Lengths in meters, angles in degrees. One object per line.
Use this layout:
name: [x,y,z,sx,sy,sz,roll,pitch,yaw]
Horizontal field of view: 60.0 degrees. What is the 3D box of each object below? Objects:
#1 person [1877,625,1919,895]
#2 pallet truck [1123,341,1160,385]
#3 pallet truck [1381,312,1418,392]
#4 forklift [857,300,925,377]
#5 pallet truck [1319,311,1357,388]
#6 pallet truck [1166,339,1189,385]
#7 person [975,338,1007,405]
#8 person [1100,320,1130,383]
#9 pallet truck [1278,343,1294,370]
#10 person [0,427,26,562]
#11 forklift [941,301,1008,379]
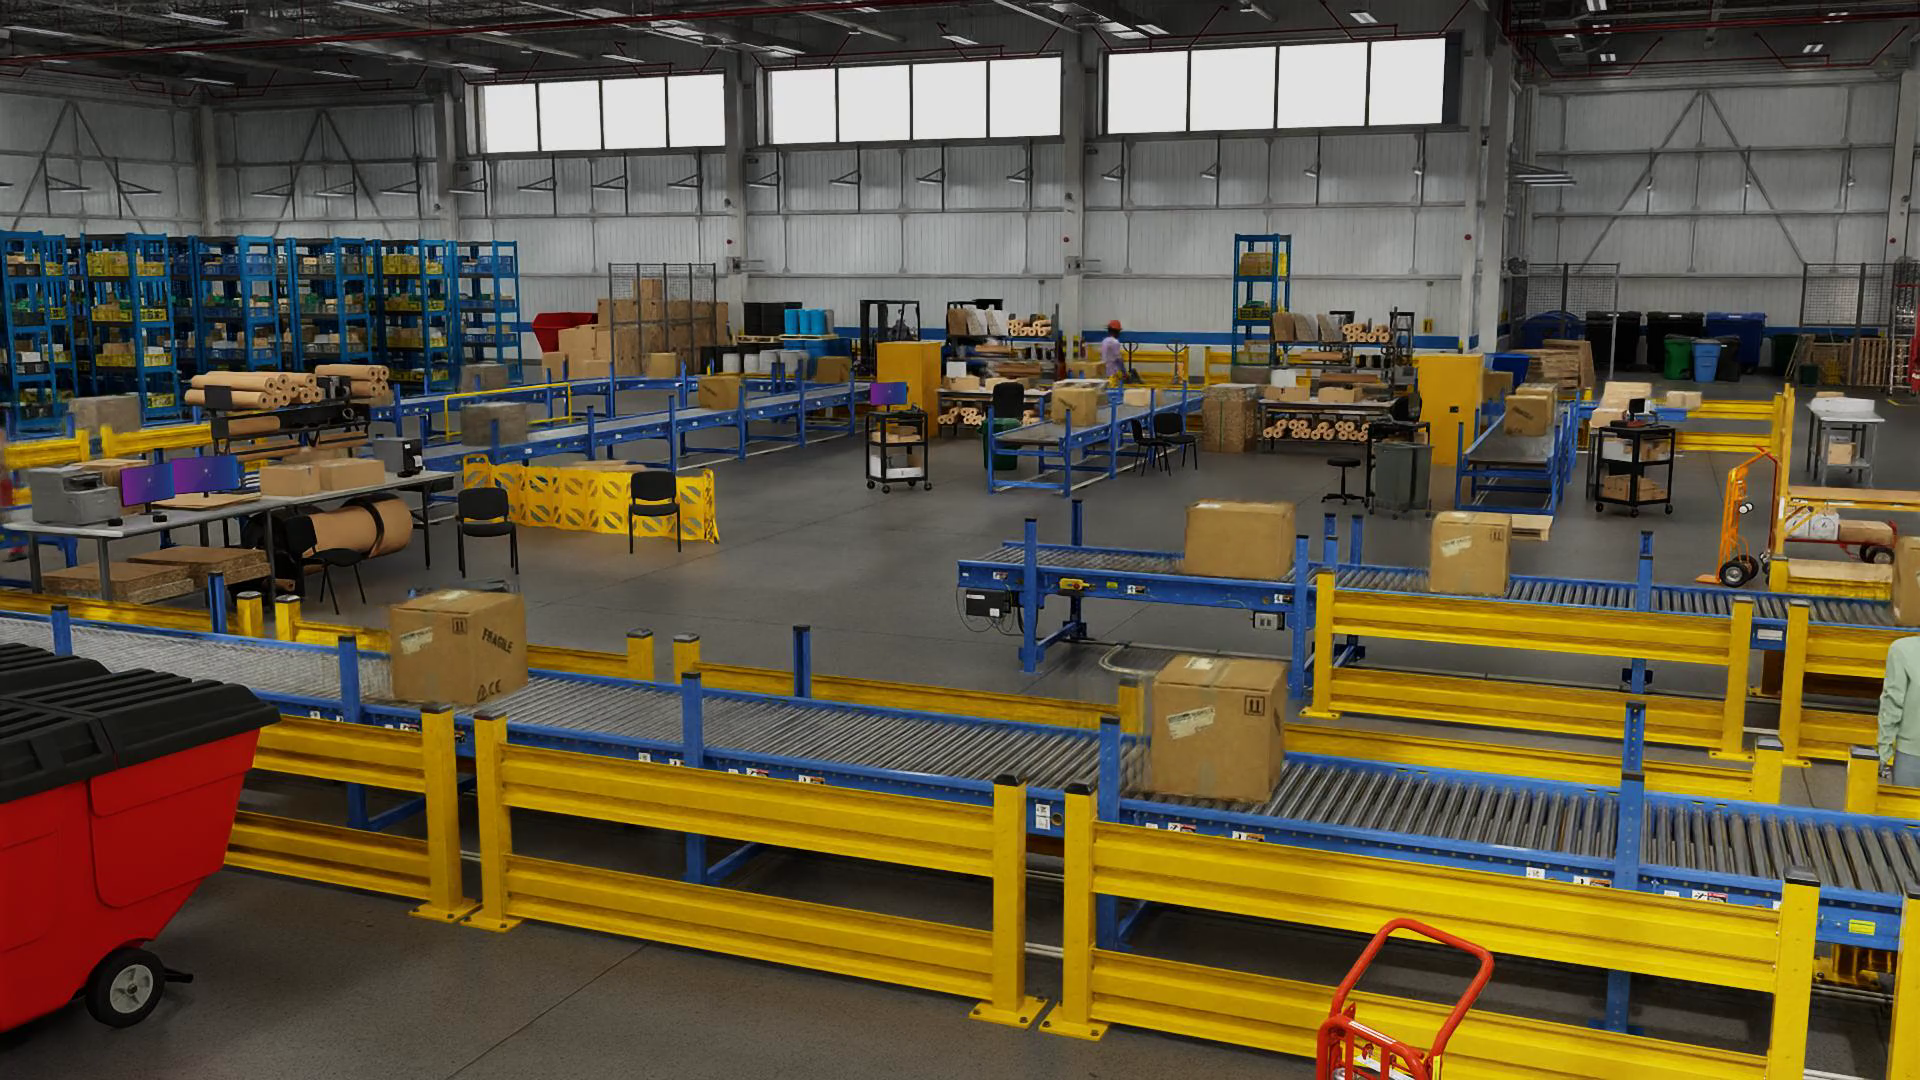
person: [4.408,0.991,7.499,0.500,1.636,0.280,6,11,33]
pallet truck: [4.445,-4.380,41.279,0.680,1.201,1.601,4,10,22]
pallet truck: [10.207,-4.283,38.369,0.823,1.965,1.885,3,10,20]
forklift: [-1.732,-5.109,42.468,1.157,1.987,2.680,4,10,22]
pallet truck: [9.071,-4.419,39.190,0.823,1.965,1.885,5,10,26]
pallet truck: [5.418,-4.269,40.420,0.704,1.261,1.522,3,10,20]
person: [0.658,-3.404,33.387,0.616,1.890,0.647,2,10,11]
person: [2.991,-3.194,31.762,0.997,1.996,0.621,-2,10,-14]
pallet truck: [7.886,-4.163,39.743,0.653,1.274,1.630,4,10,22]
person: [-9.881,-0.585,16.777,0.534,1.730,0.889,3,10,16]
forklift: [0.365,-4.966,41.571,1.157,1.987,2.680,3,10,20]
